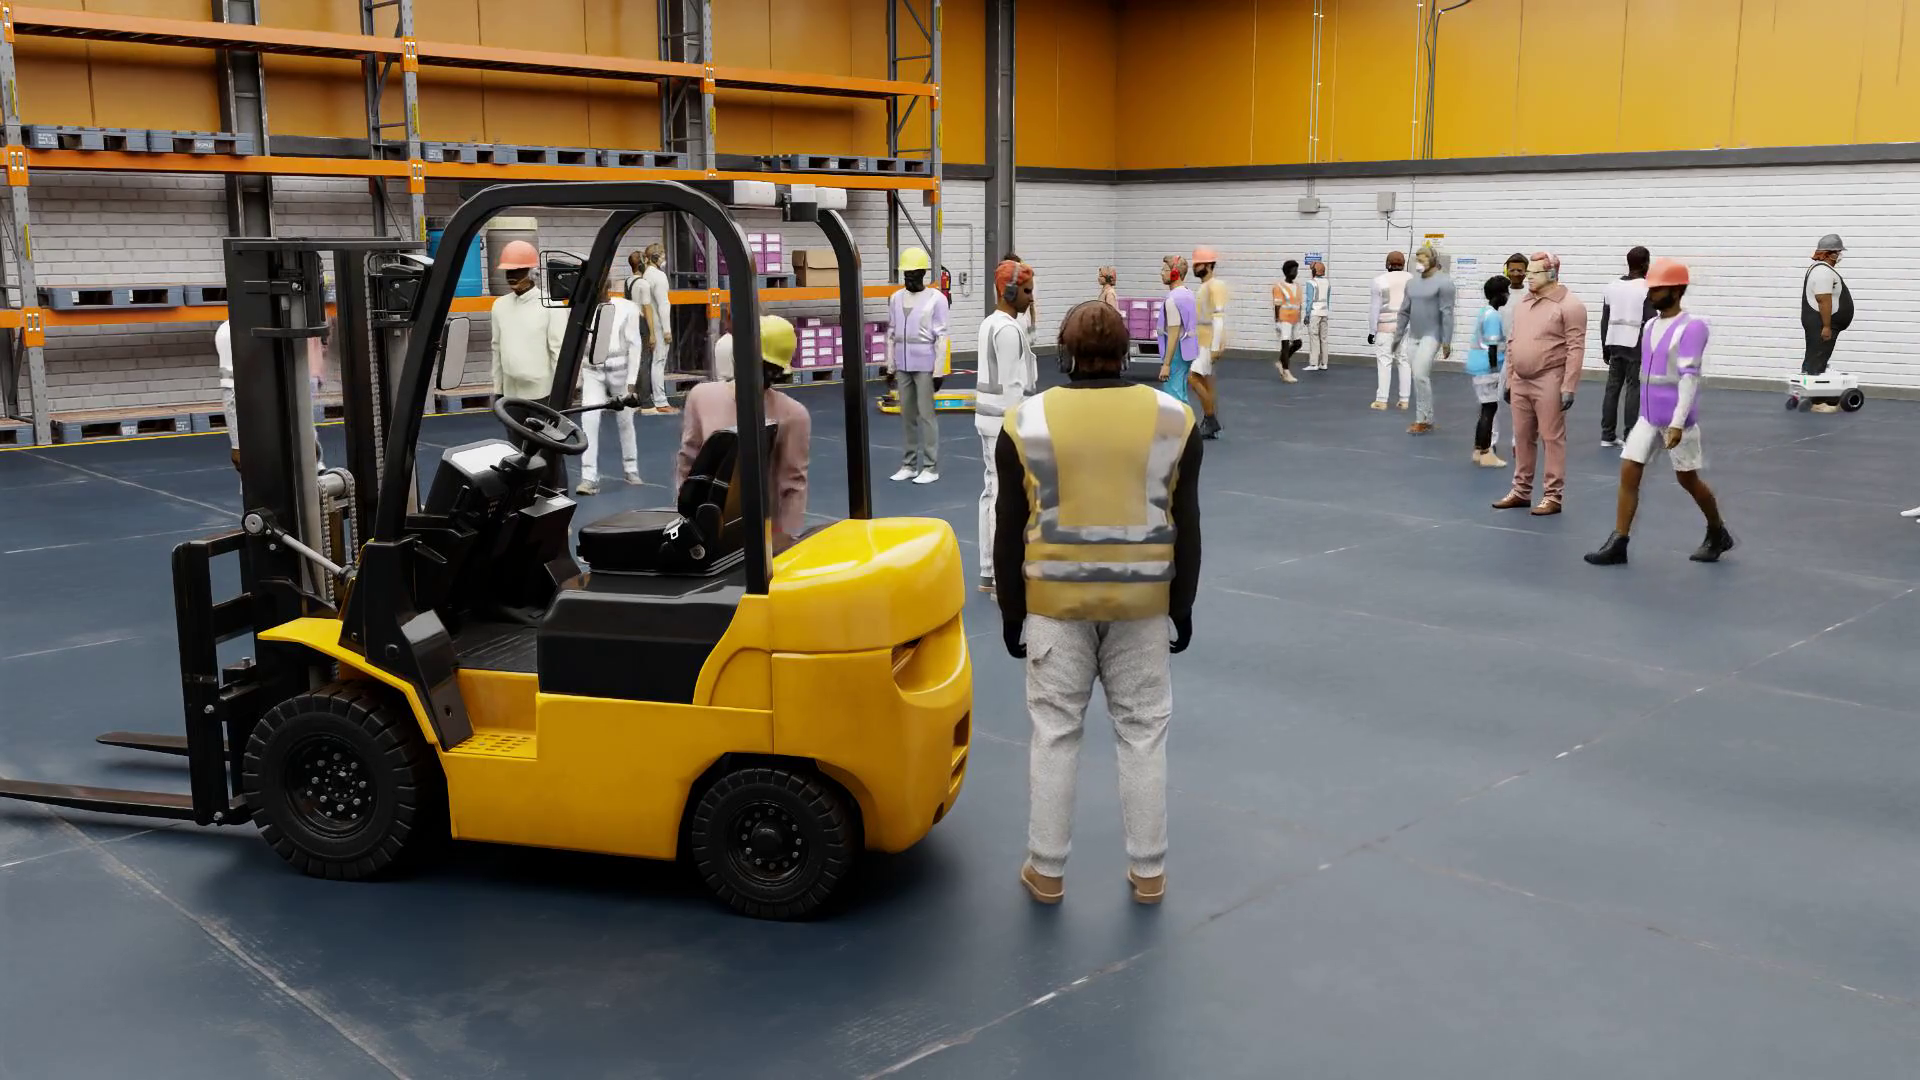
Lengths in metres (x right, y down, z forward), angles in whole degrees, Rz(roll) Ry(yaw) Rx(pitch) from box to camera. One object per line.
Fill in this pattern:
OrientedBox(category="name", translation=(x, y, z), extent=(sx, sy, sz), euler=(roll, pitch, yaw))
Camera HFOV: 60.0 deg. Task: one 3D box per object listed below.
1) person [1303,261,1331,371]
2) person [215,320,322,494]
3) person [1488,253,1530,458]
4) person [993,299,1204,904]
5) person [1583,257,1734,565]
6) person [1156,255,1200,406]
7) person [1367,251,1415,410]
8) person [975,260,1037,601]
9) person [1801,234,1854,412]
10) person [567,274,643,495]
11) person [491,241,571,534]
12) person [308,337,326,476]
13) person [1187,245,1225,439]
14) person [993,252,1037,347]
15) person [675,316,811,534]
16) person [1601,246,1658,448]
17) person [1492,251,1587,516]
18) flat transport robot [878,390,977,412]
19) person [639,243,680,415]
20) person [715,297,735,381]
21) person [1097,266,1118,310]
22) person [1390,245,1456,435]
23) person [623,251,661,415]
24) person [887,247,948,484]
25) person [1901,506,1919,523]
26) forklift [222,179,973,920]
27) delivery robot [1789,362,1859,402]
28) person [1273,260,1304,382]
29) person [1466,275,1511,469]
OrientedBox(category="person", translation=(5.342, -3.347, 24.890), extent=(0.521, 1.638, 0.311), euler=(-8, 13, -39))
OrientedBox(category="person", translation=(-3.686, -0.577, 8.968), extent=(0.358, 1.936, 0.552), euler=(6, 12, 28))
OrientedBox(category="person", translation=(5.026, -1.669, 15.127), extent=(0.534, 1.864, 0.310), euler=(4, 11, 19))
OrientedBox(category="person", translation=(0.415, 0.198, 5.049), extent=(0.627, 1.837, 0.430), euler=(0, 10, 1))
OrientedBox(category="person", translation=(4.380, -0.780, 10.199), extent=(0.961, 1.900, 0.551), euler=(-3, 11, -16))
OrientedBox(category="person", translation=(1.908, -1.575, 14.651), extent=(0.389, 1.849, 0.565), euler=(4, 11, 20))
OrientedBox(category="person", translation=(5.033, -2.433, 19.354), extent=(0.624, 1.844, 0.430), euler=(-2, 11, -9))
OrientedBox(category="person", translation=(0.265, -0.605, 9.262), extent=(0.355, 1.887, 0.574), euler=(-2, 11, -11))
OrientedBox(category="person", translation=(9.985, -2.498, 19.164), extent=(0.538, 2.000, 0.683), euler=(3, 11, 16))
OrientedBox(category="person", translation=(-2.816, -1.283, 13.201), extent=(0.608, 1.822, 0.887), euler=(-1, 10, -6))
OrientedBox(category="person", translation=(-2.883, -0.992, 11.113), extent=(0.619, 1.986, 0.406), euler=(5, 12, 26))
OrientedBox(category="person", translation=(-5.366, -1.300, 13.381), extent=(0.386, 1.752, 0.554), euler=(3, 11, 15))
OrientedBox(category="person", translation=(2.386, -1.938, 16.421), extent=(0.427, 1.925, 0.568), euler=(-2, 11, -9))
OrientedBox(category="person", translation=(0.653, -2.493, 19.704), extent=(0.518, 1.839, 0.815), euler=(0, 10, 0))
OrientedBox(category="person", translation=(-0.892, -0.025, 6.573), extent=(0.649, 1.718, 0.326), euler=(3, 11, 16))
OrientedBox(category="person", translation=(6.365, -1.827, 15.844), extent=(0.371, 1.915, 0.597), euler=(-6, 12, -29))
OrientedBox(category="person", translation=(4.203, -1.135, 12.104), extent=(0.401, 1.904, 0.650), euler=(-5, 12, -27))
OrientedBox(category="flat transport robot", translation=(-0.209, -1.605, 19.128), extent=(1.431, 0.197, 0.652), euler=(-1, 10, -7))
OrientedBox(category="person", translation=(-3.470, -2.385, 18.846), extent=(0.375, 1.933, 0.627), euler=(-9, 14, -40))
OrientedBox(category="person", translation=(-1.481, -0.913, 11.731), extent=(0.318, 1.602, 0.604), euler=(6, 12, 32))
OrientedBox(category="person", translation=(1.797, -2.528, 20.414), extent=(0.308, 1.645, 0.517), euler=(-1, 10, -4))
OrientedBox(category="person", translation=(4.631, -2.016, 16.872), extent=(0.630, 1.921, 0.645), euler=(-5, 11, -25))
OrientedBox(category="person", translation=(-3.590, -2.327, 18.766), extent=(0.345, 1.847, 0.507), euler=(-9, 14, -41))
OrientedBox(category="person", translation=(-0.359, -1.425, 13.638), extent=(0.586, 1.925, 0.385), euler=(8, 13, 39))
OrientedBox(category="person", translation=(6.915, -0.981, 11.706), extent=(0.295, 1.743, 0.492), euler=(2, 11, 12))
OrientedBox(category="forklift", translation=(-1.114, -0.058, 5.440), extent=(2.313, 2.155, 1.214), euler=(2, 11, 13))
OrientedBox(category="delivery robot", translation=(9.970, -1.809, 19.206), extent=(0.707, 0.478, 0.477), euler=(-1, 10, -6))
OrientedBox(category="person", translation=(4.537, -3.034, 23.060), extent=(0.539, 1.690, 0.557), euler=(-7, 12, -32))
OrientedBox(category="person", translation=(4.624, -1.469, 14.545), extent=(0.376, 1.674, 0.605), euler=(2, 11, 11))
